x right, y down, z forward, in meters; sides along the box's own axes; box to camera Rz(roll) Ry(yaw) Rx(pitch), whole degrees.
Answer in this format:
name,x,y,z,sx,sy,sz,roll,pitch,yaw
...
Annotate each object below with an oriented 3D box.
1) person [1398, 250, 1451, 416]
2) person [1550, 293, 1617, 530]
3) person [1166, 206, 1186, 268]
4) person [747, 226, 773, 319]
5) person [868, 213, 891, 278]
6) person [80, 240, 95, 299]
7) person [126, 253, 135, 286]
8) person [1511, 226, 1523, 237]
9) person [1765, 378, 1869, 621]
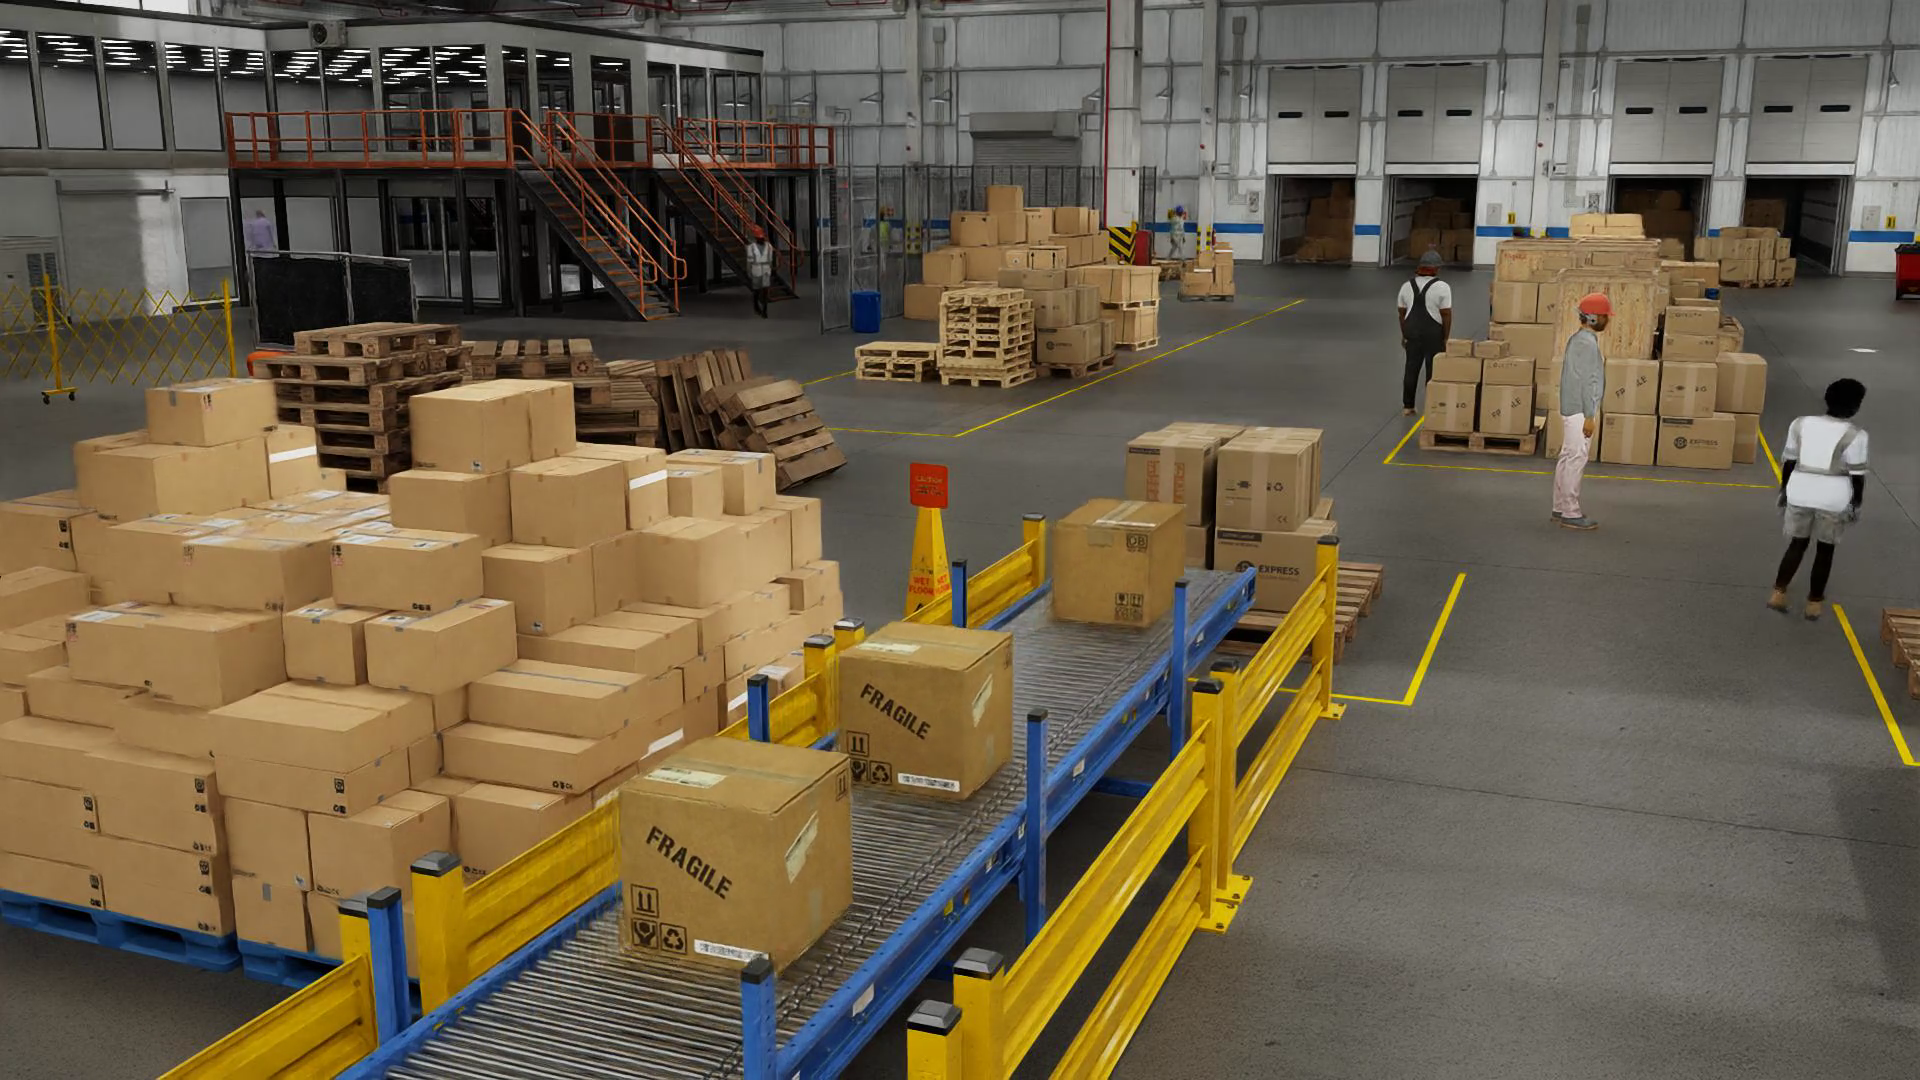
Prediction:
name,x,y,z,sx,sy,sz,roll,pitch,yaw
person,5.741,-2.526,20.416,0.672,2.000,0.536,12,17,42
person,5.280,-1.092,14.086,0.396,1.992,0.623,2,13,7
person,6.779,-9.423,51.691,0.984,1.900,0.623,7,14,29
person,-4.125,-5.512,34.192,0.555,1.890,0.830,-3,13,-15
person,-2.311,-8.318,46.939,0.647,1.790,0.955,-8,15,-32
person,-20.512,-6.491,38.643,0.748,1.846,0.535,-7,15,-30
person,-18.391,-5.966,36.846,0.863,1.588,0.498,-12,17,-43
person,11.038,-5.247,32.899,0.633,1.921,0.690,-9,15,-34
person,5.749,-0.264,11.126,0.387,1.659,0.595,-10,16,-37
